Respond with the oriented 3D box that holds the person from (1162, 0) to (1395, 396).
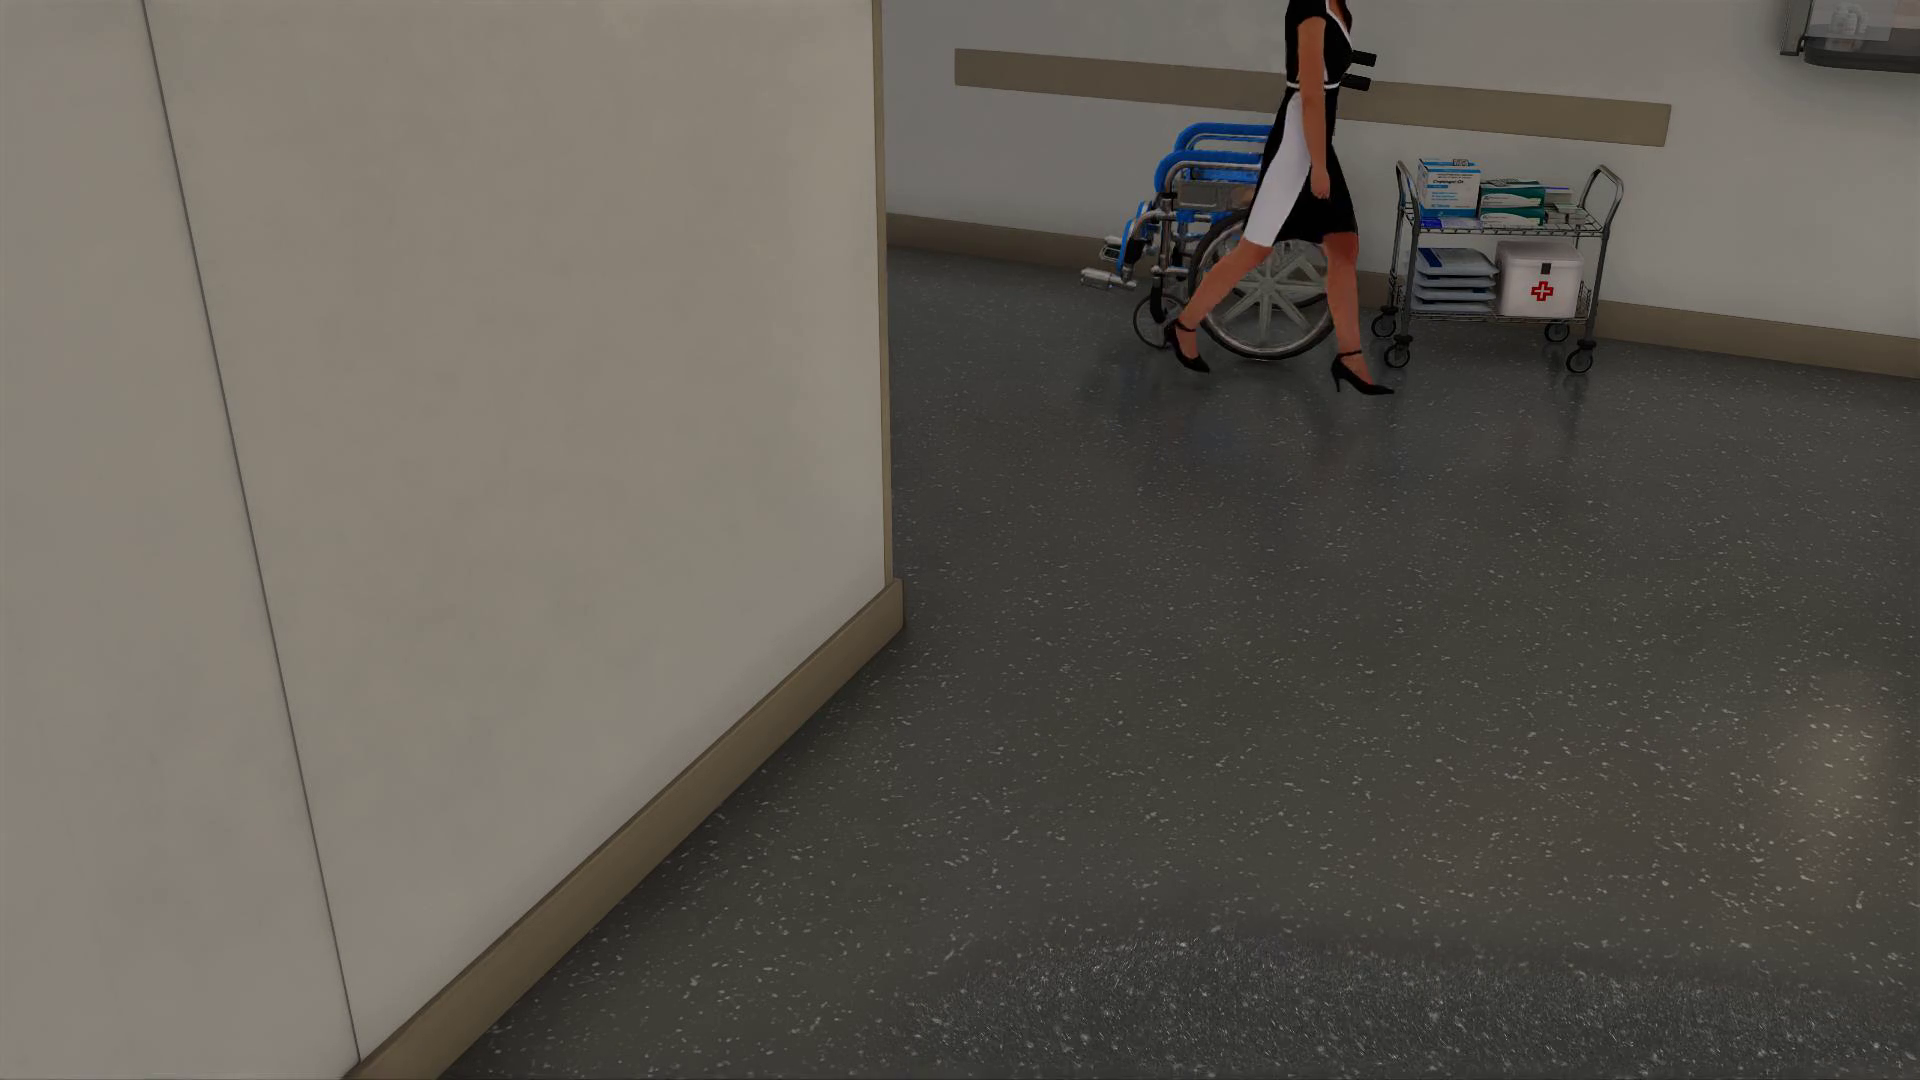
[{"bbox_3d":[1.155,-1.361,6.110,0.757,1.751,1.095,8,27,16],"label":"person"}]
